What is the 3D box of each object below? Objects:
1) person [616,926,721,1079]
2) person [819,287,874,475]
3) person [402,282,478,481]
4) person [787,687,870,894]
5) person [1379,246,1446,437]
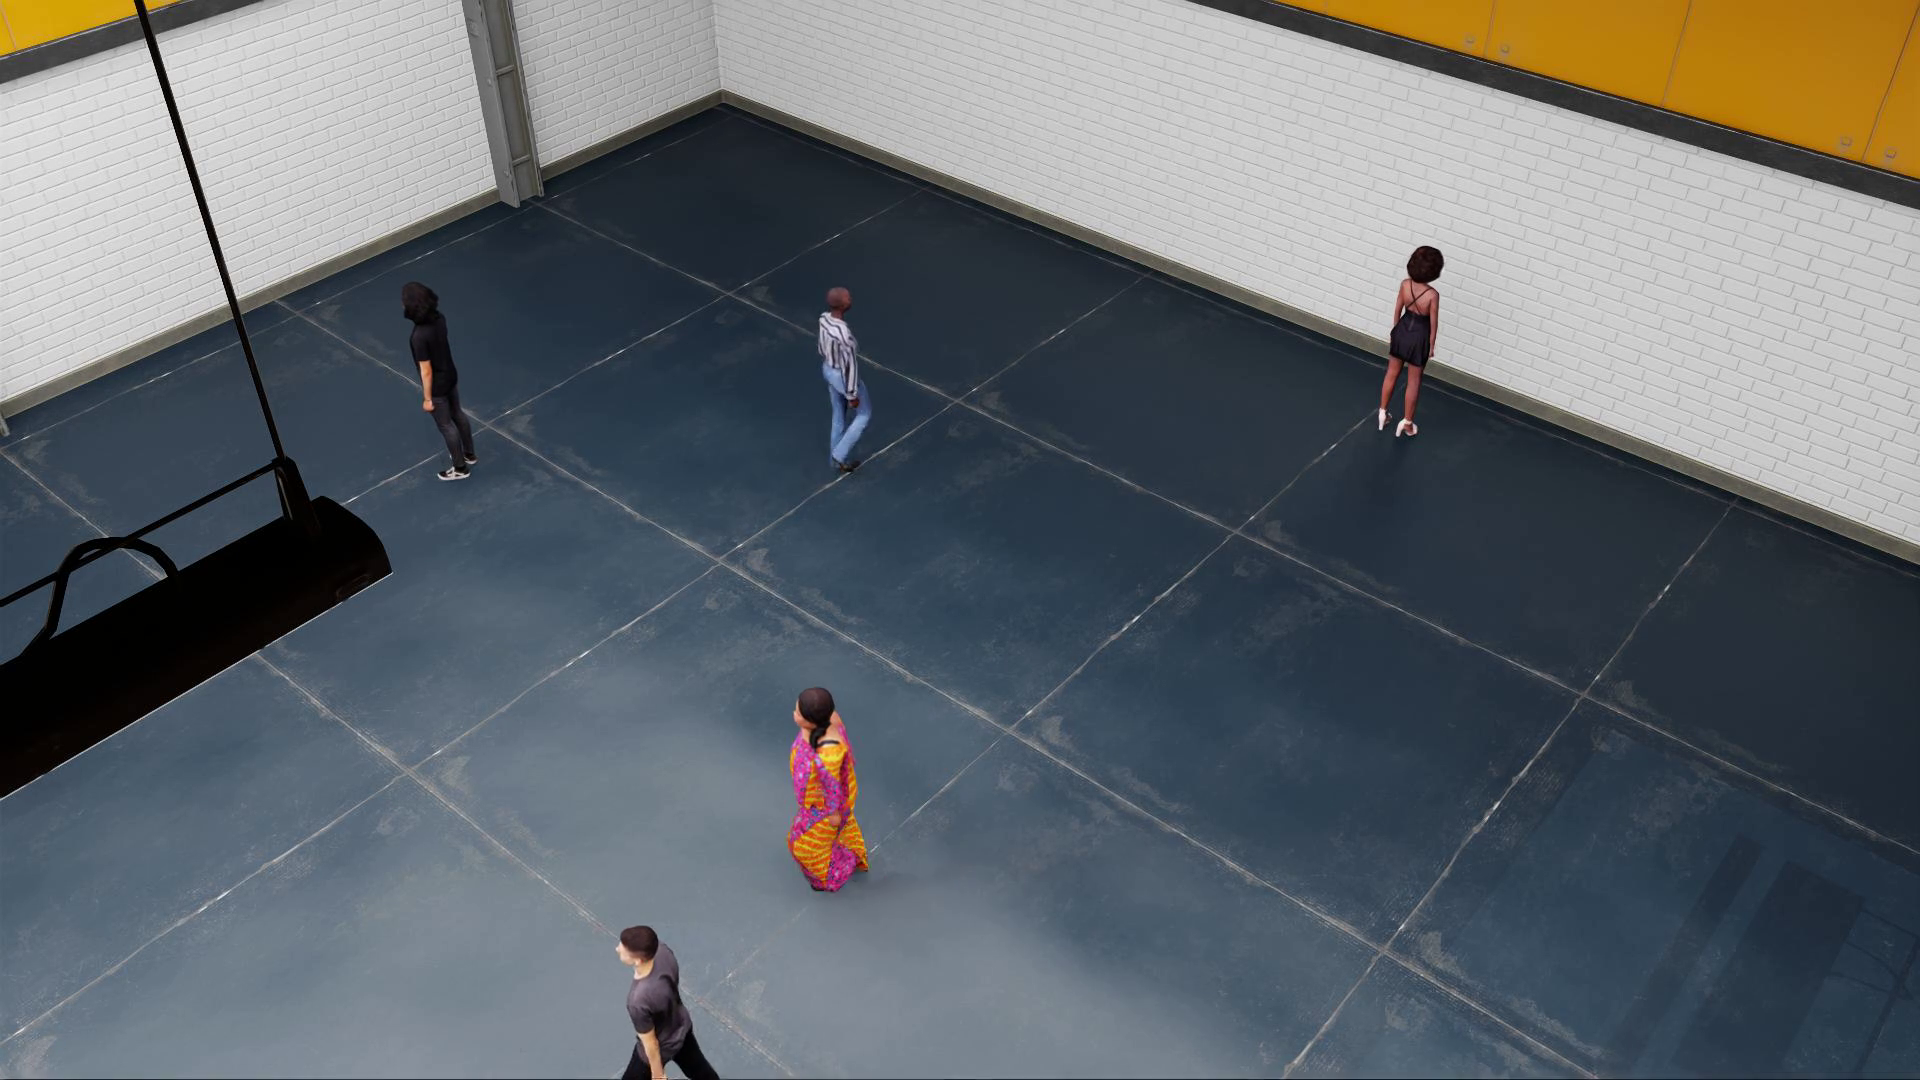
[{"bbox_3d":[-1.509,2.673,8.875,1.107,1.720,1.167,5,39,6],"label":"person"},{"bbox_3d":[-1.047,-1.262,13.752,0.700,1.784,0.720,-22,44,-25],"label":"person"},{"bbox_3d":[-4.318,-1.328,13.793,0.760,1.836,0.629,7,39,9],"label":"person"},{"bbox_3d":[-0.775,1.545,10.342,0.915,1.653,0.852,-7,39,-9],"label":"person"},{"bbox_3d":[3.874,-1.697,14.294,0.577,1.787,0.558,31,48,33],"label":"person"}]
